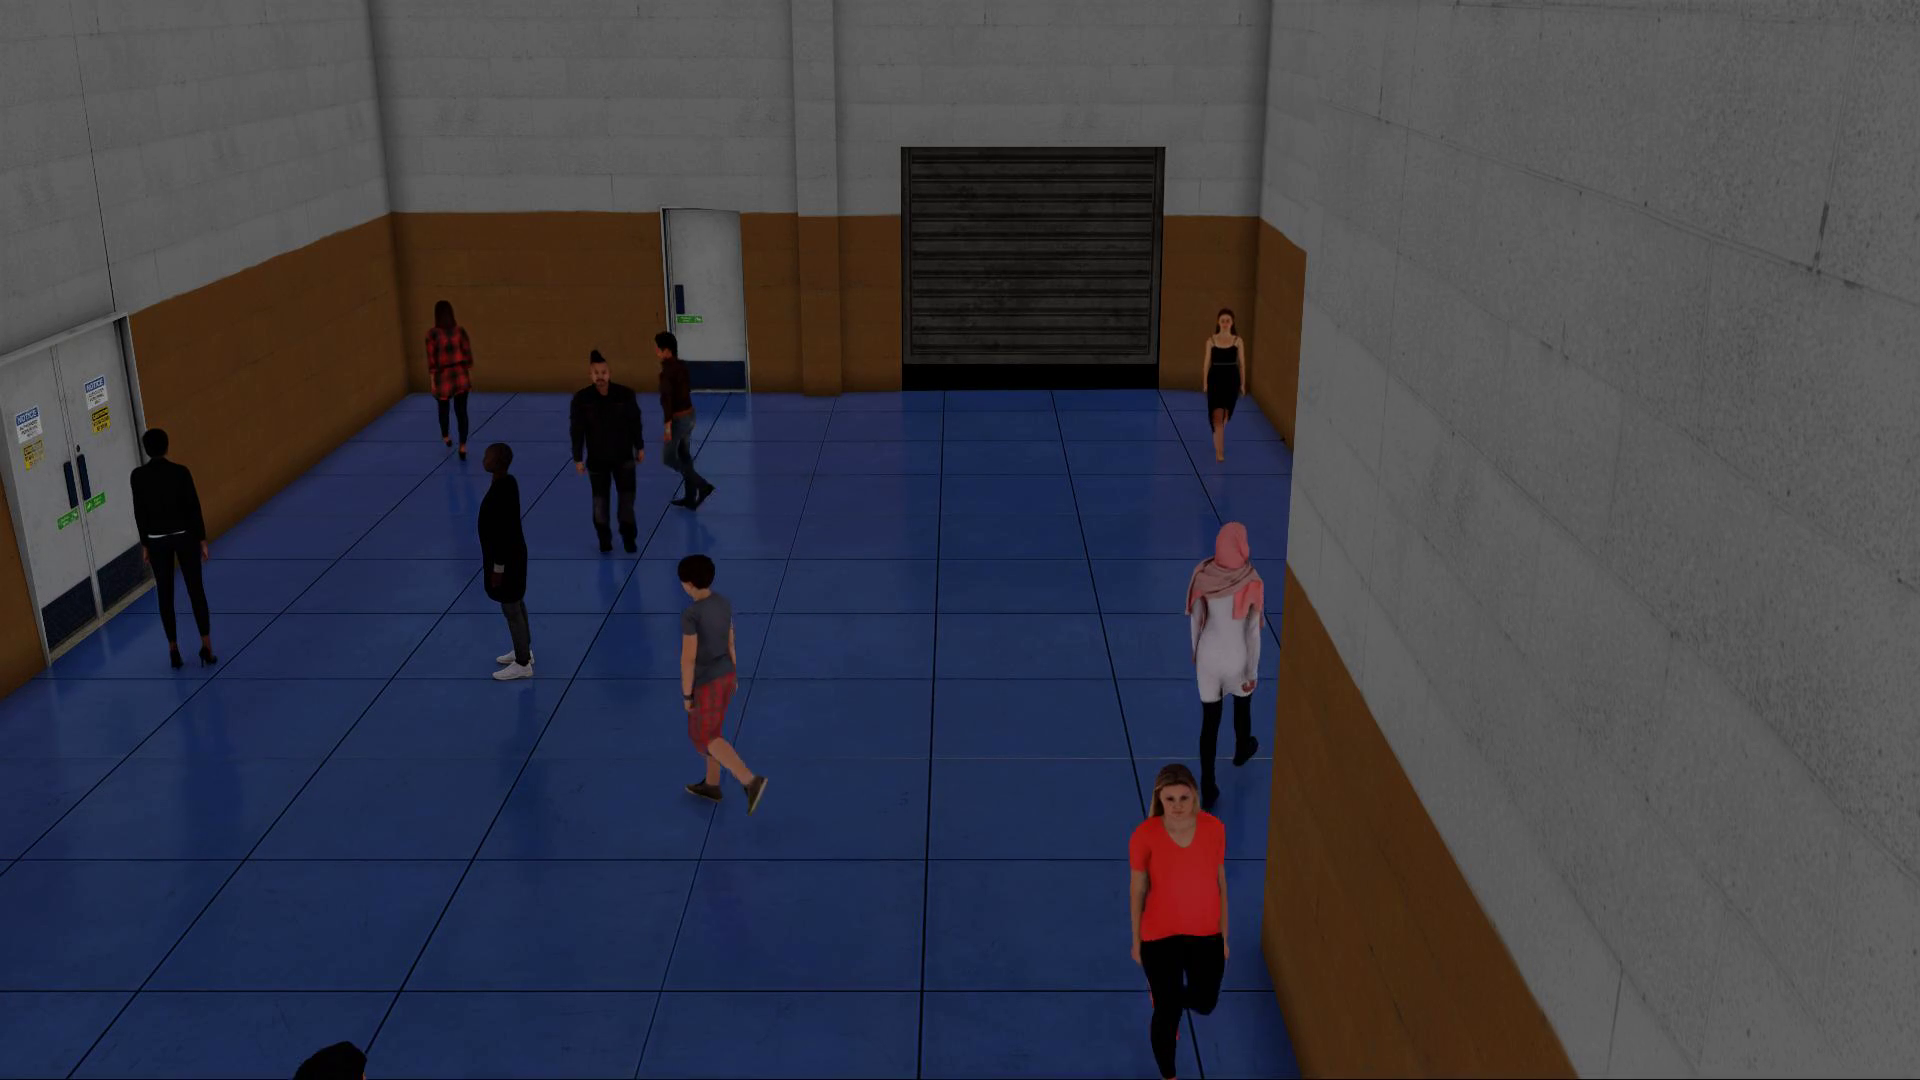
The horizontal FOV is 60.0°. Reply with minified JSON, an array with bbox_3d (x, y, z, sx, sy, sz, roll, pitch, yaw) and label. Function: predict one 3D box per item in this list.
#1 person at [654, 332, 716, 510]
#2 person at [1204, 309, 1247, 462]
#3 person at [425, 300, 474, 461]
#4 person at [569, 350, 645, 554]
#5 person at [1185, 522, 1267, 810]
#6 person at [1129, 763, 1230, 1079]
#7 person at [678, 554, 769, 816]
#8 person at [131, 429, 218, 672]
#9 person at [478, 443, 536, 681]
[{"bbox_3d":[-2.601,-1.097,15.790,0.841,1.758,0.811,6,20,17],"label":"person"},{"bbox_3d":[2.810,-1.655,17.731,1.034,1.573,0.668,1,19,2],"label":"person"},{"bbox_3d":[-5.365,-1.651,17.601,1.128,1.649,0.978,-8,20,-21],"label":"person"},{"bbox_3d":[-3.122,-0.801,14.742,0.798,1.843,0.958,-5,19,-15],"label":"person"},{"bbox_3d":[1.591,0.796,10.159,1.122,1.768,1.002,8,20,22],"label":"person"},{"bbox_3d":[0.957,1.746,7.486,0.856,1.676,0.768,-3,19,-10],"label":"person"},{"bbox_3d":[-1.435,0.904,10.042,1.054,1.625,0.898,12,22,31],"label":"person"},{"bbox_3d":[-5.781,0.065,12.224,0.541,1.834,0.712,-4,19,-12],"label":"person"},{"bbox_3d":[-3.287,0.139,12.118,0.590,1.762,0.665,-2,19,-7],"label":"person"}]
